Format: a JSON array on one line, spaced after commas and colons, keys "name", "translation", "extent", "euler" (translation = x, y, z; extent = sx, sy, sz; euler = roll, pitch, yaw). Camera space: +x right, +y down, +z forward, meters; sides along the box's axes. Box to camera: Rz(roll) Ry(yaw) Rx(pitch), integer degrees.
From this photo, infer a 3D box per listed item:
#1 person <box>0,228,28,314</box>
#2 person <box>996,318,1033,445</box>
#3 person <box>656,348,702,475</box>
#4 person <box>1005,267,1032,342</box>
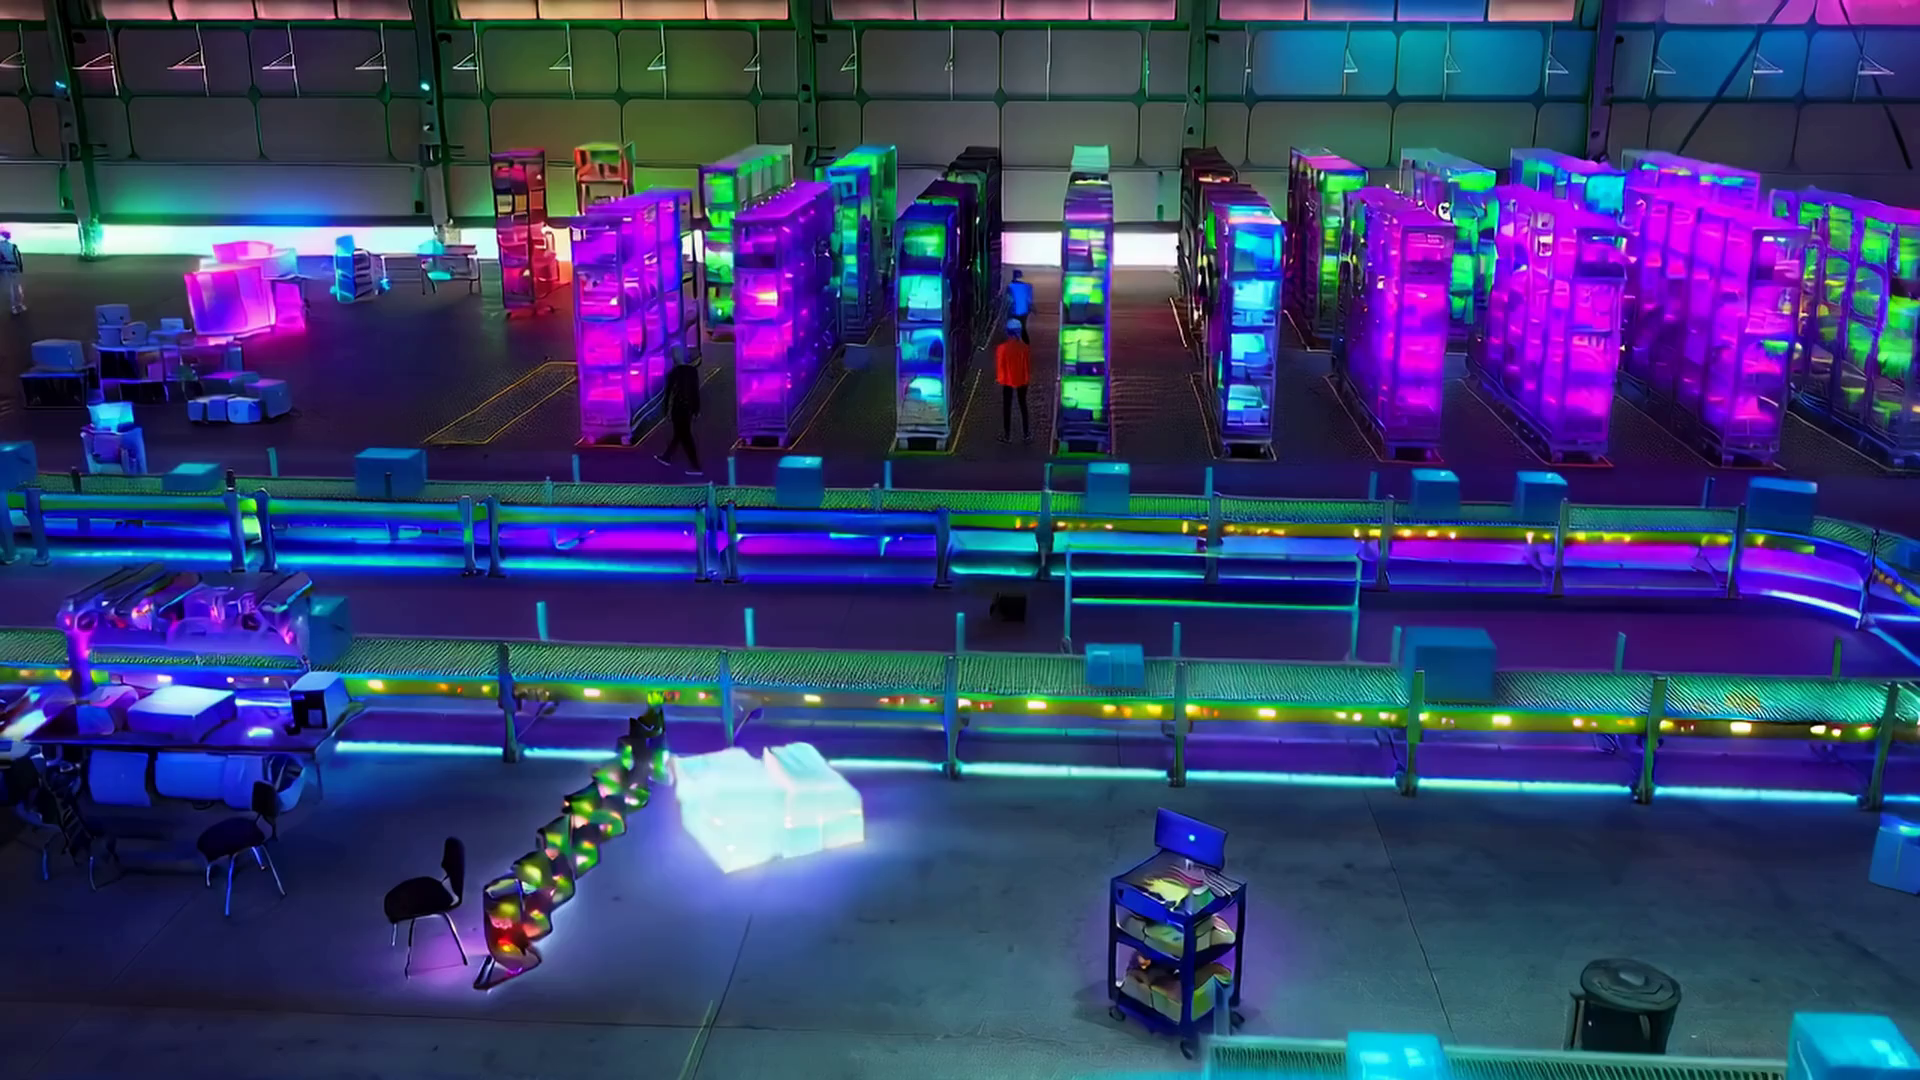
[{"name": "person", "translation": [-21.680, -6.151, 37.940], "extent": [0.611, 1.916, 0.822], "euler": [-8, 19, -25]}, {"name": "person", "translation": [0.845, -2.496, 26.215], "extent": [0.613, 1.994, 0.395], "euler": [-5, 18, -17]}, {"name": "person", "translation": [-4.205, -1.908, 24.561], "extent": [0.960, 1.855, 0.673], "euler": [9, 19, 26]}, {"name": "person", "translation": [1.152, -4.407, 32.535], "extent": [0.563, 1.837, 0.389], "euler": [-10, 20, -28]}]
